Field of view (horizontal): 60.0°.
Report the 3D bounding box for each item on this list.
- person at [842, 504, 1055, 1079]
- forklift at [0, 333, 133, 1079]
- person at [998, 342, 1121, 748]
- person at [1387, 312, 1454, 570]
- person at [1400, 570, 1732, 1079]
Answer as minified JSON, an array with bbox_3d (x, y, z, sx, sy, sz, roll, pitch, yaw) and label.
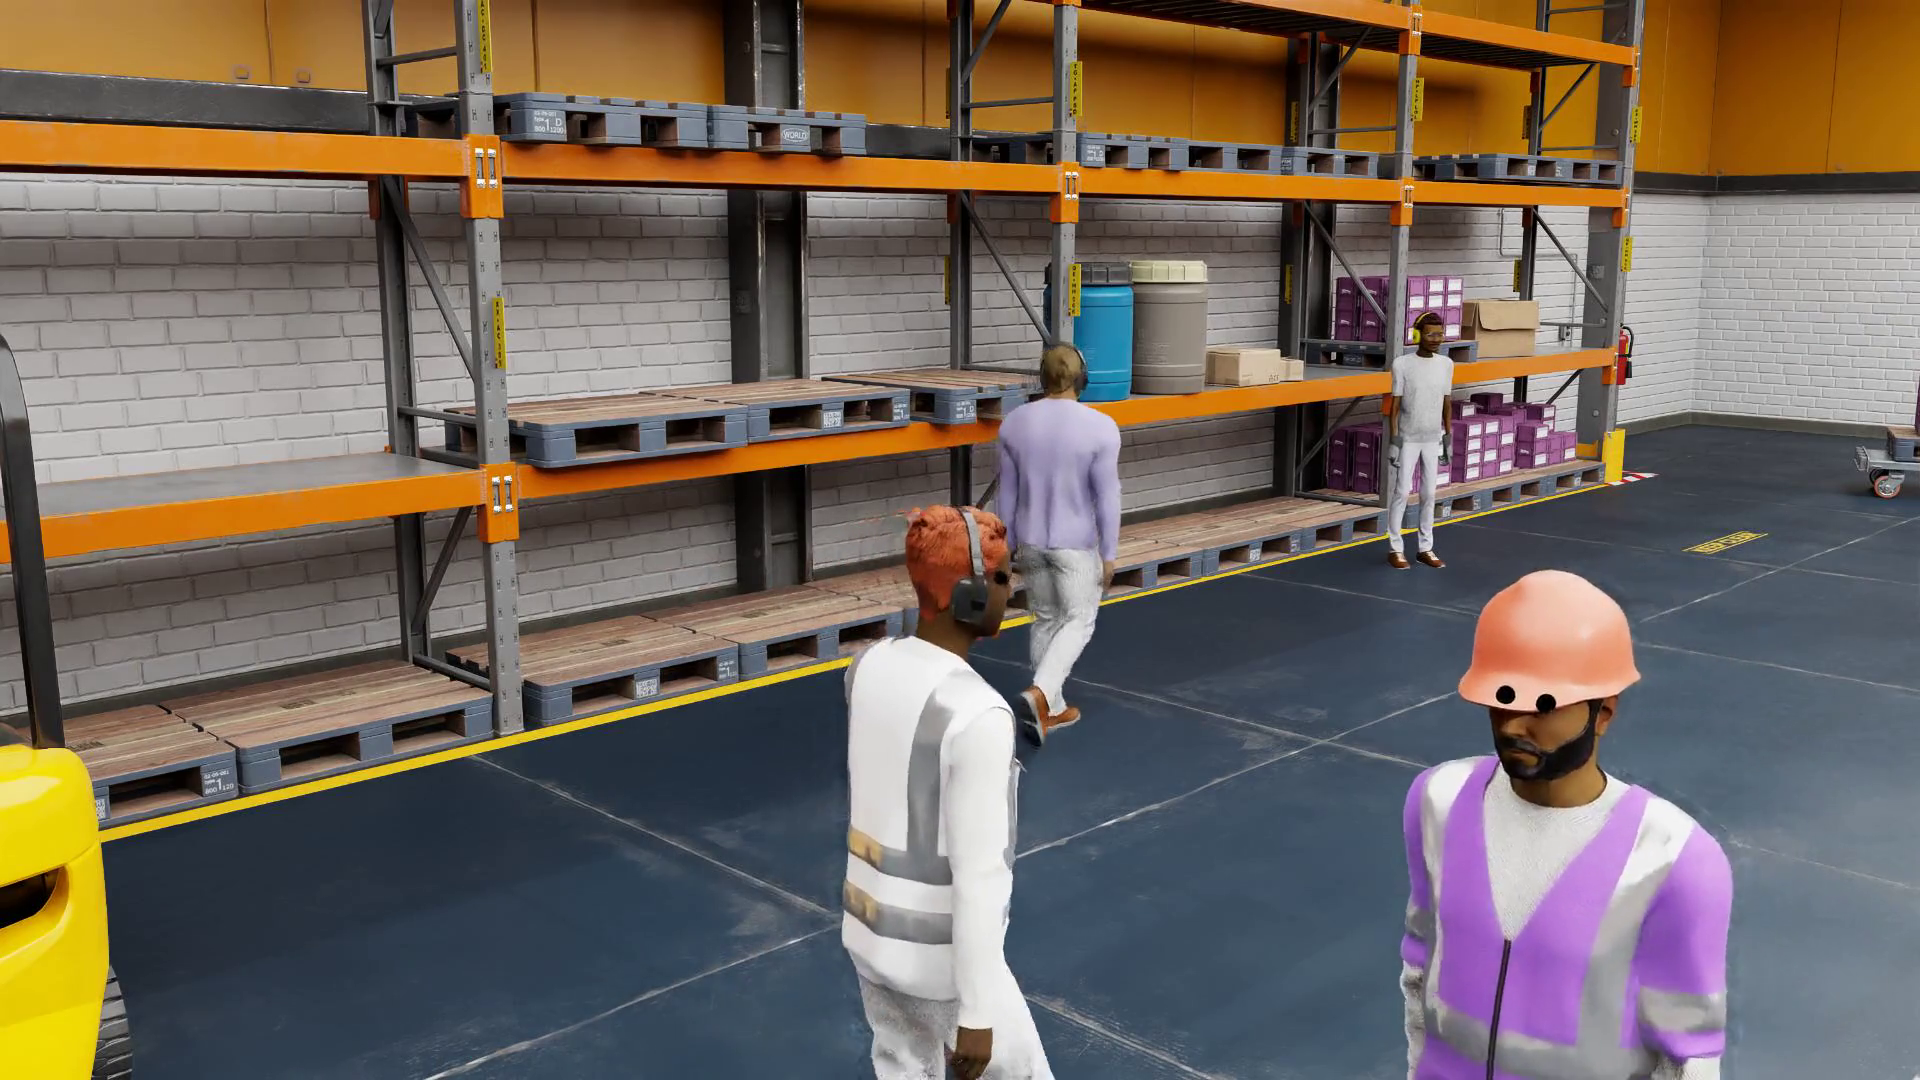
[{"bbox_3d":[-0.032,0.850,3.493,0.424,1.869,0.581,-7,12,-33],"label":"person"},{"bbox_3d":[-3.289,0.485,4.582,1.214,2.155,2.313,-10,14,-44],"label":"forklift"},{"bbox_3d":[0.429,0.036,7.815,0.635,1.921,0.738,6,12,29],"label":"person"},{"bbox_3d":[3.329,-0.712,12.030,0.513,1.860,0.327,-3,11,-14],"label":"person"},{"bbox_3d":[0.990,0.967,2.761,0.553,1.907,0.932,10,14,44],"label":"person"}]
